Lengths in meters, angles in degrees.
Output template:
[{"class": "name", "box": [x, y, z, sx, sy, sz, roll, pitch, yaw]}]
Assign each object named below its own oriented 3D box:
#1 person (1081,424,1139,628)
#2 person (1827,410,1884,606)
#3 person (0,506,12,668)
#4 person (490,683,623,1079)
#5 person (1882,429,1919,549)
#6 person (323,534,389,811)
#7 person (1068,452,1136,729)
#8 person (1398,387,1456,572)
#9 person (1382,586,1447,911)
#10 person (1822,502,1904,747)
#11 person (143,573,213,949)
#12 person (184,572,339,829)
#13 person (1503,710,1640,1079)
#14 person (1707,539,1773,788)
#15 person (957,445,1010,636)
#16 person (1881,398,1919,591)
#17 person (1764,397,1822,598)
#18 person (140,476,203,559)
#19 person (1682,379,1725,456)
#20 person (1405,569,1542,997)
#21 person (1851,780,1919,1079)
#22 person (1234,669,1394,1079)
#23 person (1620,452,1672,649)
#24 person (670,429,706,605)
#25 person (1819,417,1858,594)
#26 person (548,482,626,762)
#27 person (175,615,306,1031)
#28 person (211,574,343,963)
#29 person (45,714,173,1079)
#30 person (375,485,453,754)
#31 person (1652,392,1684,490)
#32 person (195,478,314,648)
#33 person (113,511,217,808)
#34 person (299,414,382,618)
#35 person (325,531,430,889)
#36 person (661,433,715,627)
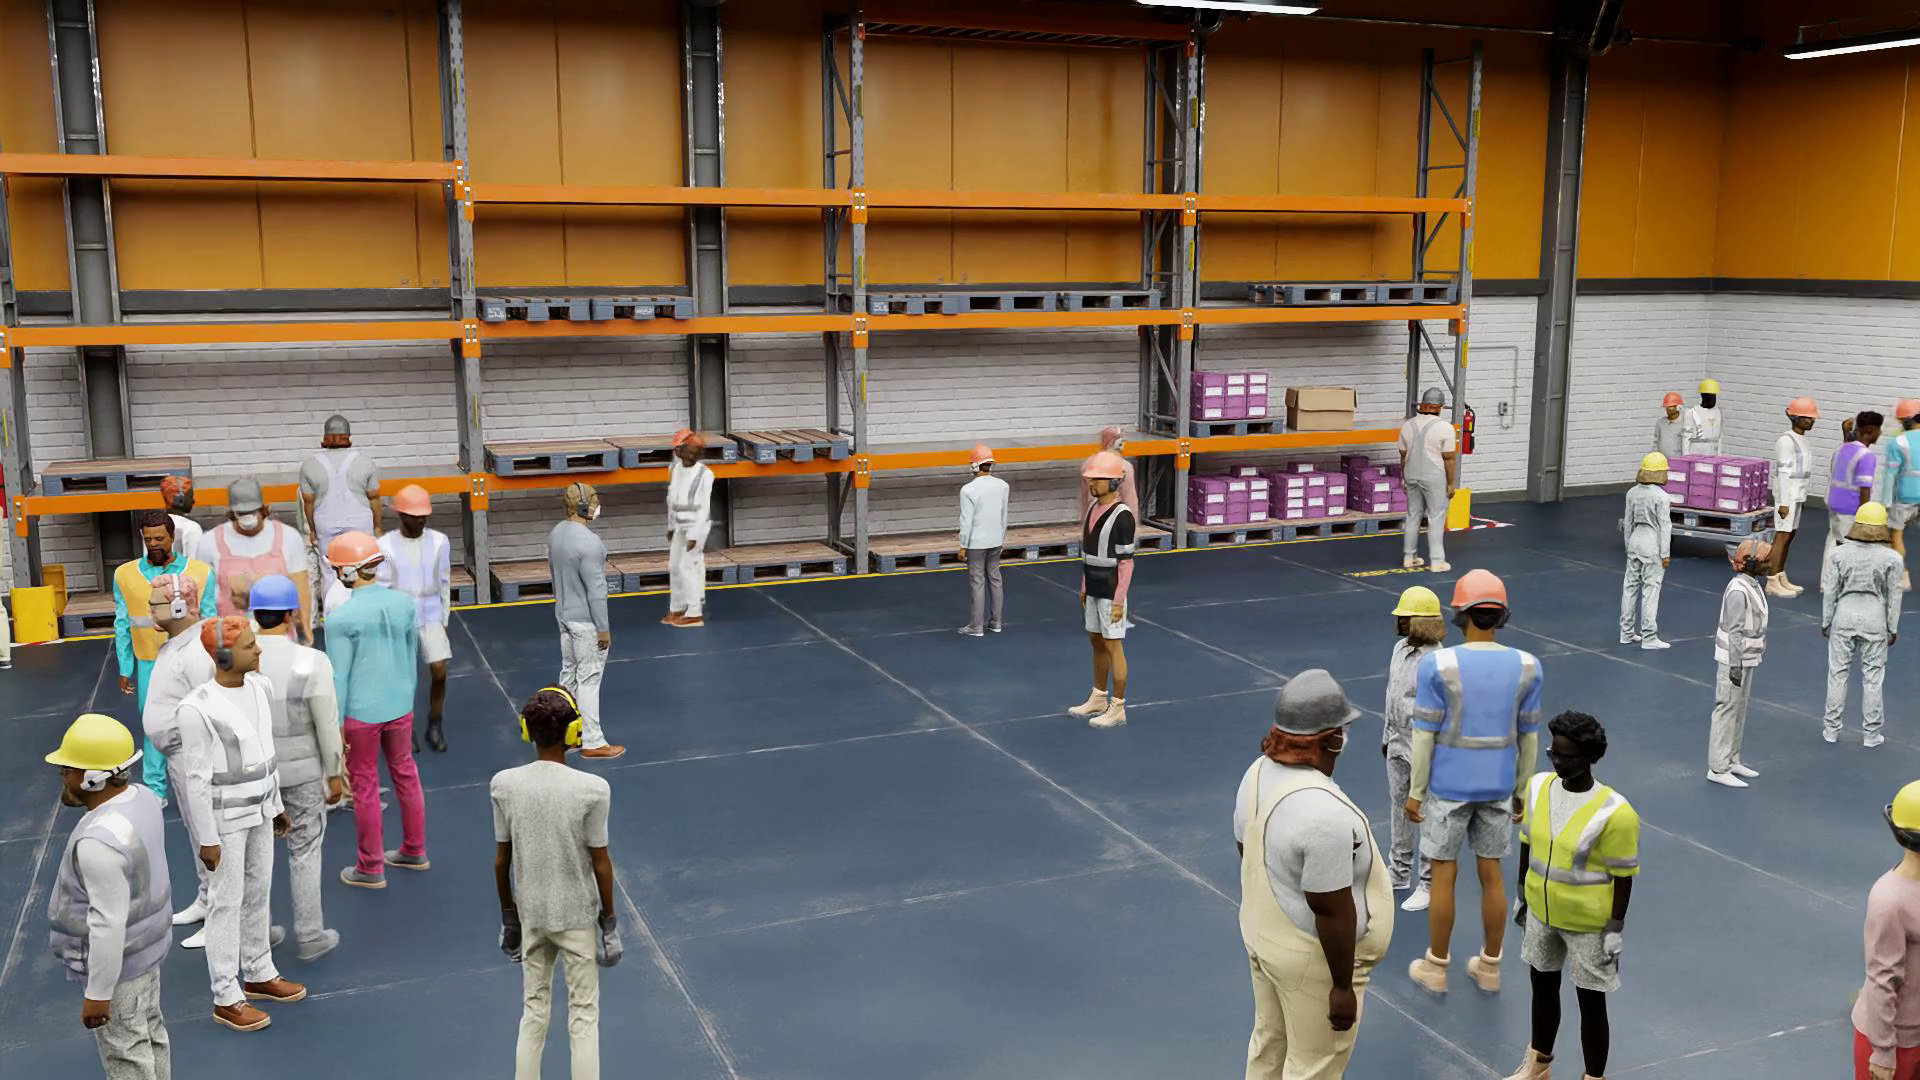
[{"class": "person", "box": [1.426, -0.132, 15.577, 0.403, 1.908, 0.658, -8, 13, -40]}, {"class": "person", "box": [8.842, -0.315, 16.492, 0.434, 1.953, 0.726, 0, 10, 1]}, {"class": "person", "box": [-8.146, 0.252, 13.786, 0.330, 1.750, 0.572, 0, 10, 1]}, {"class": "person", "box": [-1.554, 1.477, 6.444, 0.502, 1.861, 0.328, 3, 10, 15]}, {"class": "person", "box": [9.979, -0.332, 17.349, 0.816, 1.689, 0.505, -3, 10, -19]}, {"class": "person", "box": [-3.811, 0.823, 10.486, 0.323, 1.755, 0.563, -3, 10, -15]}, {"class": "person", "box": [1.054, 0.365, 12.289, 0.369, 2.048, 0.605, -4, 11, -22]}, {"class": "person", "box": [5.199, -0.686, 18.365, 0.535, 2.000, 0.681, -8, 12, -38]}, {"class": "person", "box": [2.427, 1.103, 8.909, 0.288, 1.746, 0.485, -4, 11, -22]}, {"class": "person", "box": [6.415, 0.593, 11.853, 0.492, 1.742, 0.323, 6, 12, 32]}, {"class": "person", "box": [-3.905, 1.105, 8.435, 0.401, 1.907, 0.646, -6, 12, -33]}, {"class": "person", "box": [-4.252, 0.970, 10.116, 0.874, 1.589, 0.509, -4, 10, -20]}, {"class": "person", "box": [2.456, 1.508, 6.709, 0.317, 1.696, 0.540, -6, 12, -31]}, {"class": "person", "box": [5.139, 0.804, 10.967, 0.312, 1.634, 0.514, 7, 12, 35]}, {"class": "person", "box": [0.199, -0.001, 15.245, 0.563, 1.752, 0.325, -9, 13, -42]}, {"class": "person", "box": [9.829, -0.451, 17.123, 0.664, 2.012, 0.431, 1, 10, 8]}, {"class": "person", "box": [8.488, -0.436, 16.918, 0.391, 2.040, 0.615, 8, 13, 40]}, {"class": "person", "box": [-5.685, 0.468, 12.166, 0.572, 1.886, 0.355, 4, 11, 24]}, {"class": "person", "box": [9.256, -1.040, 20.727, 0.587, 1.930, 0.360, -3, 10, -18]}, {"class": "person", "box": [2.407, 1.145, 7.865, 0.610, 2.031, 0.420, -1, 10, -7]}, {"class": "person", "box": [3.204, 1.661, 5.624, 0.526, 1.772, 0.308, -9, 13, -41]}, {"class": "person", "box": [1.289, 1.459, 6.005, 0.538, 2.000, 0.684, -3, 10, -15]}, {"class": "person", "box": [6.109, 0.089, 14.758, 0.295, 1.744, 0.484, -4, 11, -24]}, {"class": "person", "box": [-2.717, -0.233, 16.570, 0.320, 1.756, 0.563, -4, 11, -22]}, {"class": "person", "box": [9.017, -0.342, 16.990, 0.340, 1.839, 0.501, 4, 11, 23]}, {"class": "person", "box": [-2.601, 0.559, 11.491, 0.372, 1.940, 0.631, -8, 13, -39]}, {"class": "person", "box": [-3.273, 1.266, 7.573, 0.353, 1.884, 0.577, 2, 10, 11]}, {"class": "person", "box": [-3.347, 1.131, 8.214, 0.612, 1.935, 0.421, 0, 10, 2]}, {"class": "person", "box": [-3.137, 1.534, 6.164, 0.403, 1.837, 0.590, -2, 10, -14]}, {"class": "person", "box": [-3.781, 0.562, 11.538, 0.547, 1.917, 0.593, -5, 11, -28]}, {"class": "person", "box": [9.000, -1.002, 21.056, 0.355, 1.740, 0.565, -6, 11, -29]}, {"class": "person", "box": [-4.730, 0.557, 11.202, 0.718, 2.000, 0.638, -5, 11, -27]}, {"class": "person", "box": [-4.929, 0.763, 10.373, 0.592, 1.919, 0.392, -3, 10, -16]}, {"class": "person", "box": [-5.645, -0.146, 15.252, 0.683, 2.000, 0.538, -2, 10, -13]}, {"class": "person", "box": [-3.263, 0.931, 9.220, 0.405, 1.986, 0.621, 5, 11, 29]}, {"class": "person", "box": [-2.535, -0.090, 15.524, 0.626, 1.844, 0.393, 9, 13, 43]}]
